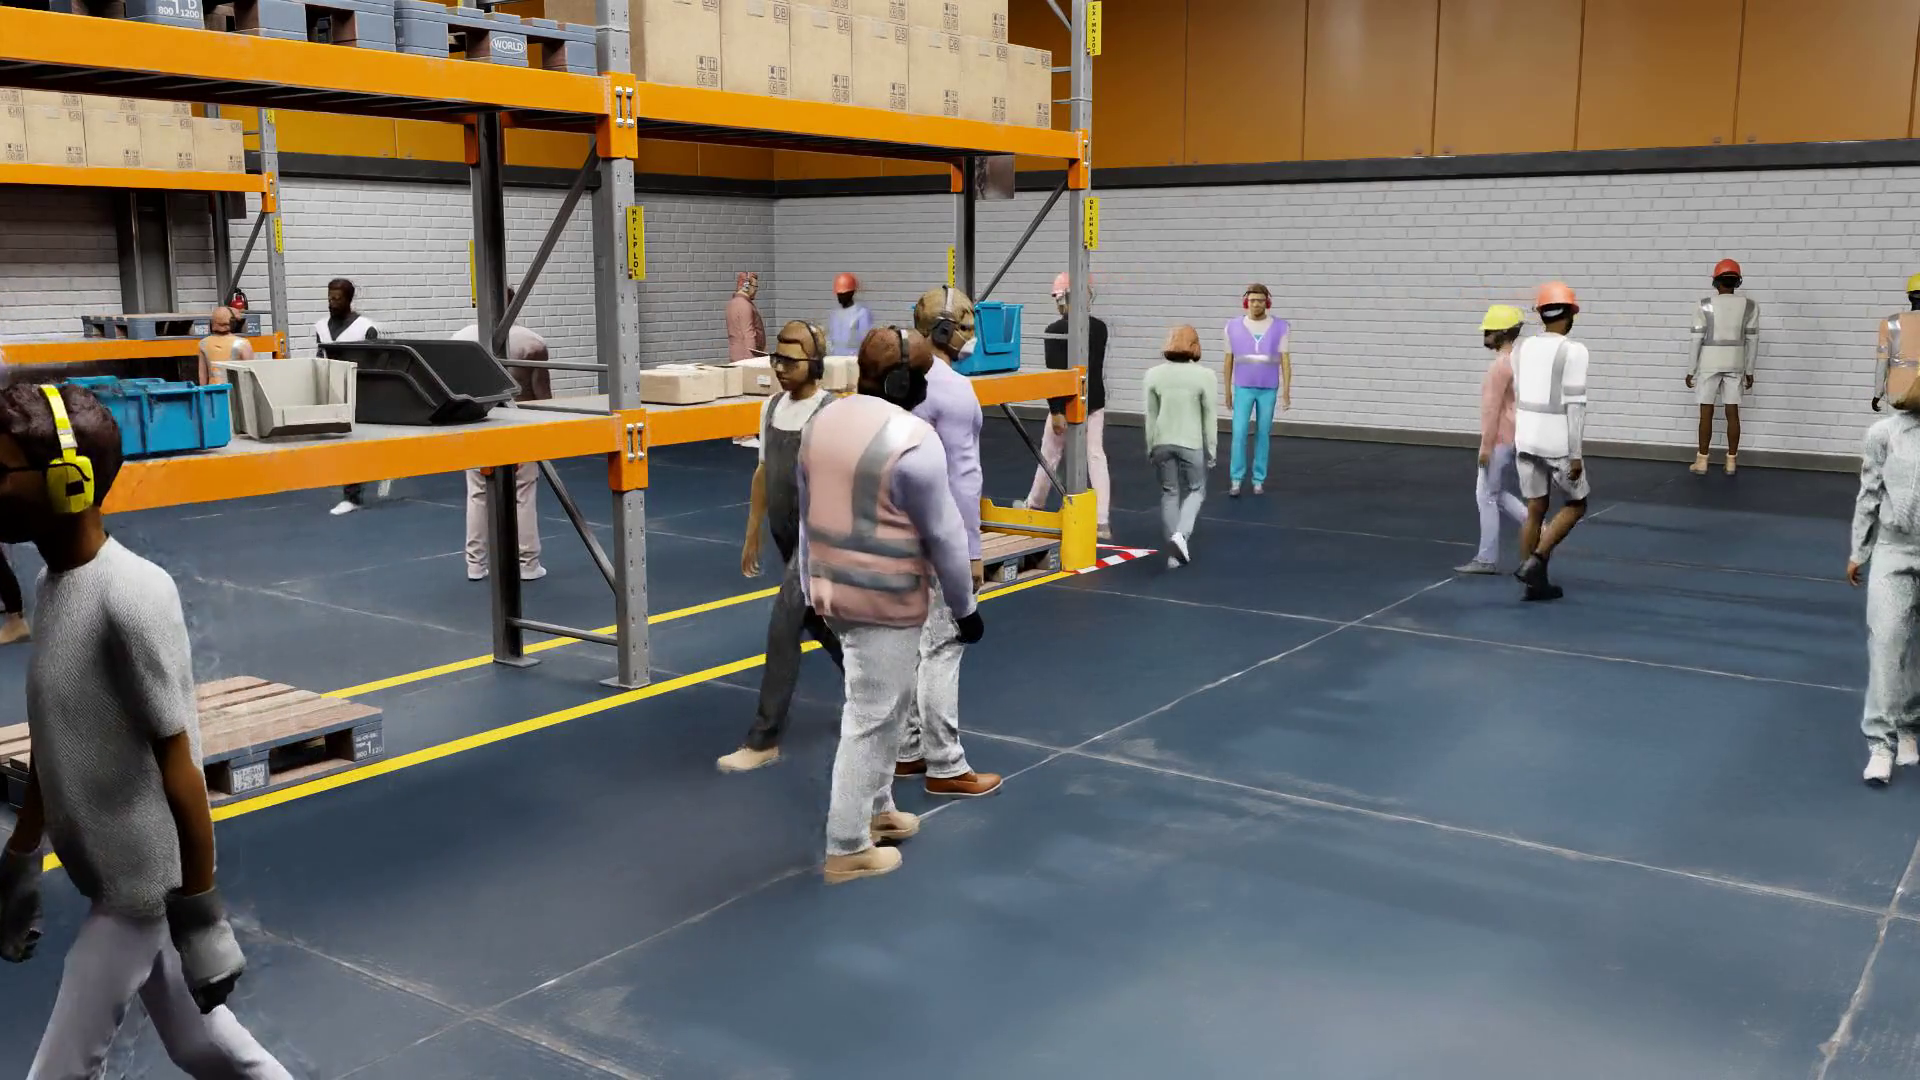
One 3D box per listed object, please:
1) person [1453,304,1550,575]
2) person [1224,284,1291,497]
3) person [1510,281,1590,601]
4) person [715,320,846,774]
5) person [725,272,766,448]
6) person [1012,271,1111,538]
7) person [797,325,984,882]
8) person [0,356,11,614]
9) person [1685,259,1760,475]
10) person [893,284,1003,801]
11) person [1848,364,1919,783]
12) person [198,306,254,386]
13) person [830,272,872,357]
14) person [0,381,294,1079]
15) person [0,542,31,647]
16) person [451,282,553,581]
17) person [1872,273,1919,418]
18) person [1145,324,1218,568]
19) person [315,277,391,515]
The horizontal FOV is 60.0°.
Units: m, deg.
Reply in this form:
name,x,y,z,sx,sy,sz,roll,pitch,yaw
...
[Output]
name,x,y,z,sx,sy,sz,roll,pitch,yaw
person,3.508,-0.624,10.619,0.546,1.751,0.524,6,11,31
person,2.532,-1.259,14.195,0.572,1.822,0.759,1,10,8
person,3.486,-0.569,9.830,0.419,1.908,0.545,-5,11,-29
person,-0.593,0.000,6.794,0.954,1.801,0.517,-8,12,-39
person,-2.312,-1.954,18.093,0.407,1.902,0.638,-4,10,-23
person,0.795,-1.015,12.376,0.610,1.934,1.034,-6,11,-32
person,-0.217,0.210,5.465,0.632,1.817,0.640,-7,12,-35
person,-5.623,-0.463,9.266,0.661,1.877,0.644,5,11,29
person,7.213,-1.636,15.781,0.616,2.040,0.382,2,10,9
person,-0.093,0.011,6.296,0.370,1.934,0.627,-5,11,-28
person,3.741,0.092,6.437,0.511,1.705,0.796,5,11,26
person,-6.274,-1.186,14.295,0.522,1.638,0.310,2,10,9
person,-1.103,-1.843,17.414,0.553,1.910,0.605,9,13,42
person,-1.546,0.620,3.019,0.980,1.824,0.543,-8,12,-39
person,-5.216,-0.206,8.445,0.537,1.639,0.899,5,11,28
person,-2.891,-0.683,10.558,0.641,1.899,0.396,0,10,0
person,7.935,-1.256,13.864,0.591,1.923,0.381,4,10,20
person,1.423,-0.599,10.860,0.502,1.616,0.429,4,11,25
person,-4.905,-1.181,13.509,0.603,1.896,0.730,5,11,27
